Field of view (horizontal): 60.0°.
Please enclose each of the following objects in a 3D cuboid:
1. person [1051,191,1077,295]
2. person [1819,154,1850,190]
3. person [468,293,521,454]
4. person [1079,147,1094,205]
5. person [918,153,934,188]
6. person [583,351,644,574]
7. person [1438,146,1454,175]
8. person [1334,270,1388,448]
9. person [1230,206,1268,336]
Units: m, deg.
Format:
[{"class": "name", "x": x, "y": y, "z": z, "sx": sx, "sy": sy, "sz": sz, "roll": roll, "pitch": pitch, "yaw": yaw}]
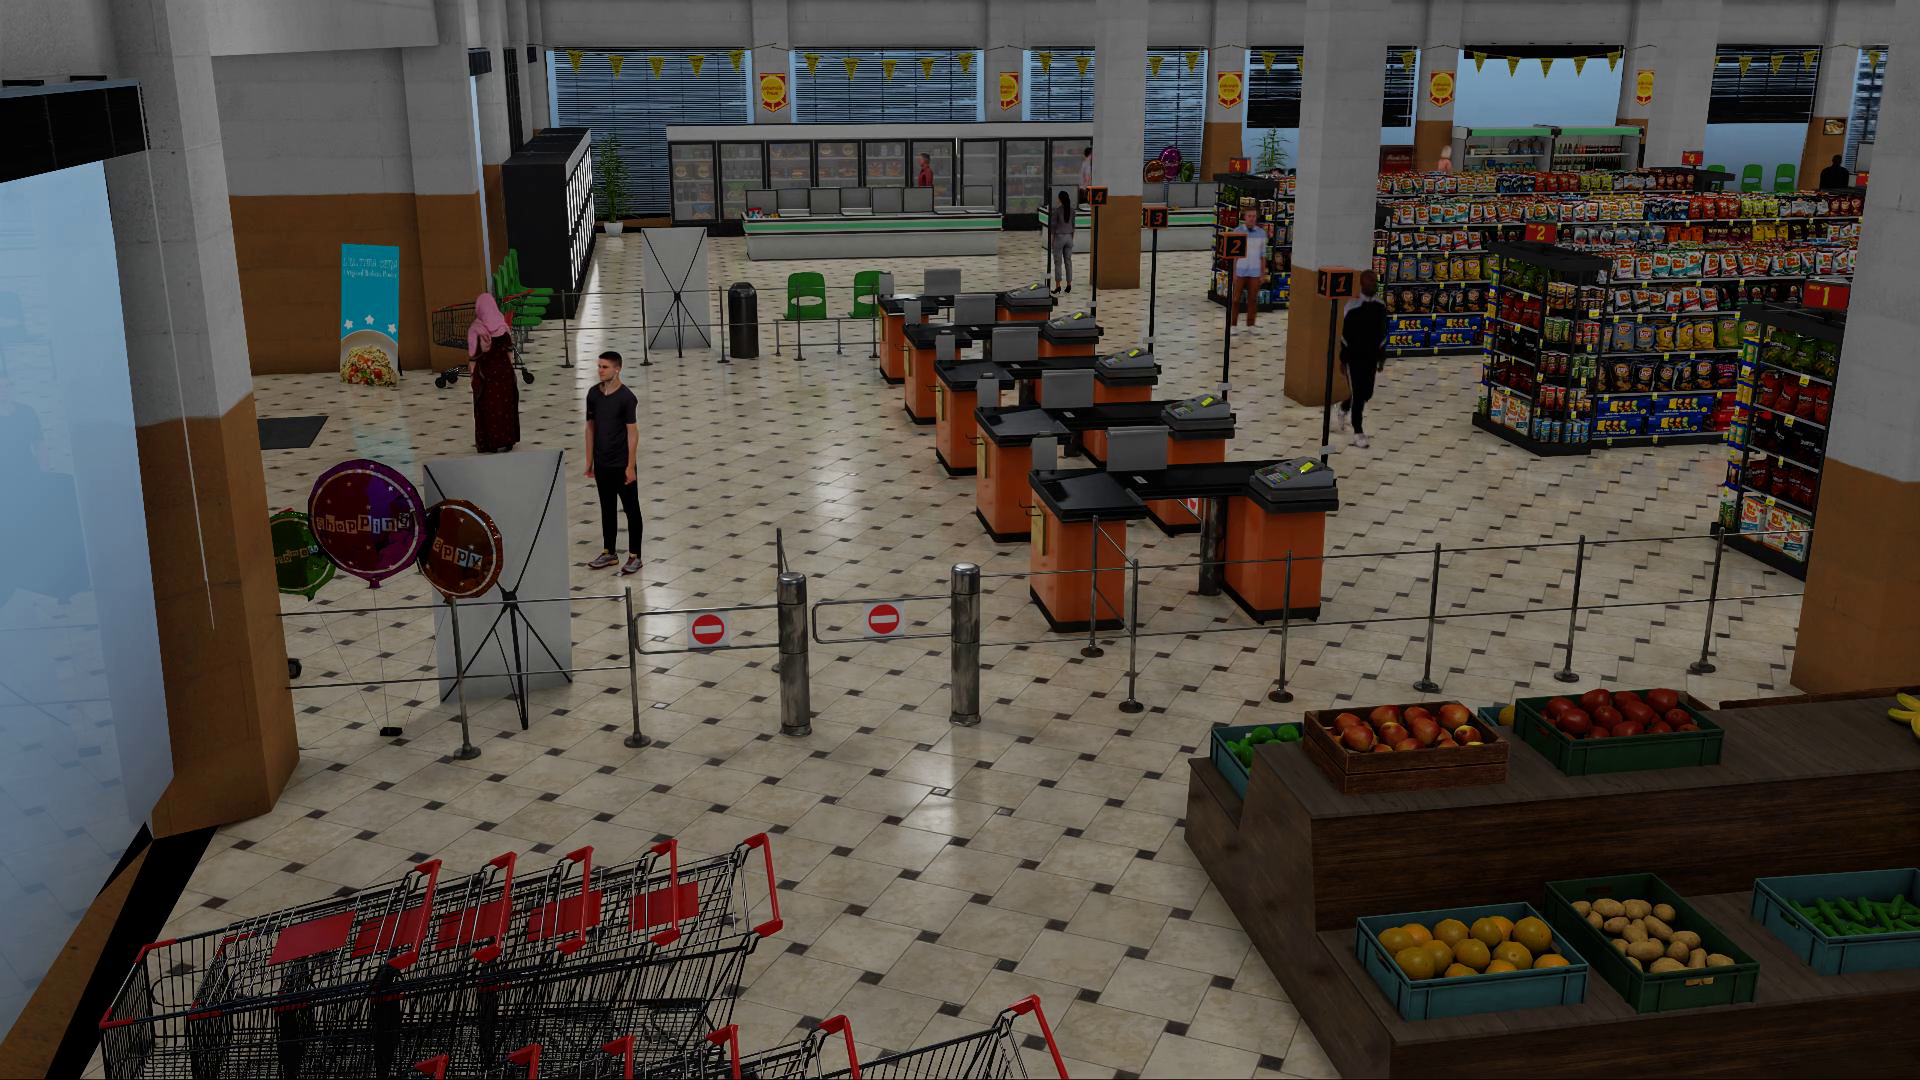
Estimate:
[{"class": "person", "x": 1.694, "y": -4.916, "z": 27.468, "sx": 0.633, "sy": 1.678, "sz": 0.758, "roll": -9, "pitch": 19, "yaw": -27}, {"class": "person", "x": 17.732, "y": -6.924, "z": 33.839, "sx": 0.784, "sy": 1.819, "sz": 0.832, "roll": 13, "pitch": 21, "yaw": 36}, {"class": "person", "x": -4.772, "y": -1.711, "z": 16.984, "sx": 0.697, "sy": 1.637, "sz": 0.815, "roll": -12, "pitch": 21, "yaw": -35}, {"class": "person", "x": 2.589, "y": -7.409, "z": 35.429, "sx": 1.058, "sy": 1.823, "sz": 0.647, "roll": -3, "pitch": 17, "yaw": -10}, {"class": "person", "x": -0.683, "y": -6.970, "z": 33.974, "sx": 0.568, "sy": 1.829, "sz": 0.704, "roll": -2, "pitch": 17, "yaw": -5}, {"class": "person", "x": -2.733, "y": -0.625, "z": 13.188, "sx": 0.680, "sy": 1.765, "sz": 0.779, "roll": 8, "pitch": 18, "yaw": 24}, {"class": "person", "x": 11.026, "y": -8.111, "z": 37.910, "sx": 0.574, "sy": 1.724, "sz": 0.638, "roll": -6, "pitch": 18, "yaw": -19}, {"class": "person", "x": 4.149, "y": -1.925, "z": 17.408, "sx": 1.061, "sy": 1.799, "sz": 0.847, "roll": -6, "pitch": 18, "yaw": -19}, {"class": "person", "x": 4.075, "y": -3.825, "z": 23.627, "sx": 0.529, "sy": 1.823, "sz": 0.757, "roll": -1, "pitch": 17, "yaw": -4}]
